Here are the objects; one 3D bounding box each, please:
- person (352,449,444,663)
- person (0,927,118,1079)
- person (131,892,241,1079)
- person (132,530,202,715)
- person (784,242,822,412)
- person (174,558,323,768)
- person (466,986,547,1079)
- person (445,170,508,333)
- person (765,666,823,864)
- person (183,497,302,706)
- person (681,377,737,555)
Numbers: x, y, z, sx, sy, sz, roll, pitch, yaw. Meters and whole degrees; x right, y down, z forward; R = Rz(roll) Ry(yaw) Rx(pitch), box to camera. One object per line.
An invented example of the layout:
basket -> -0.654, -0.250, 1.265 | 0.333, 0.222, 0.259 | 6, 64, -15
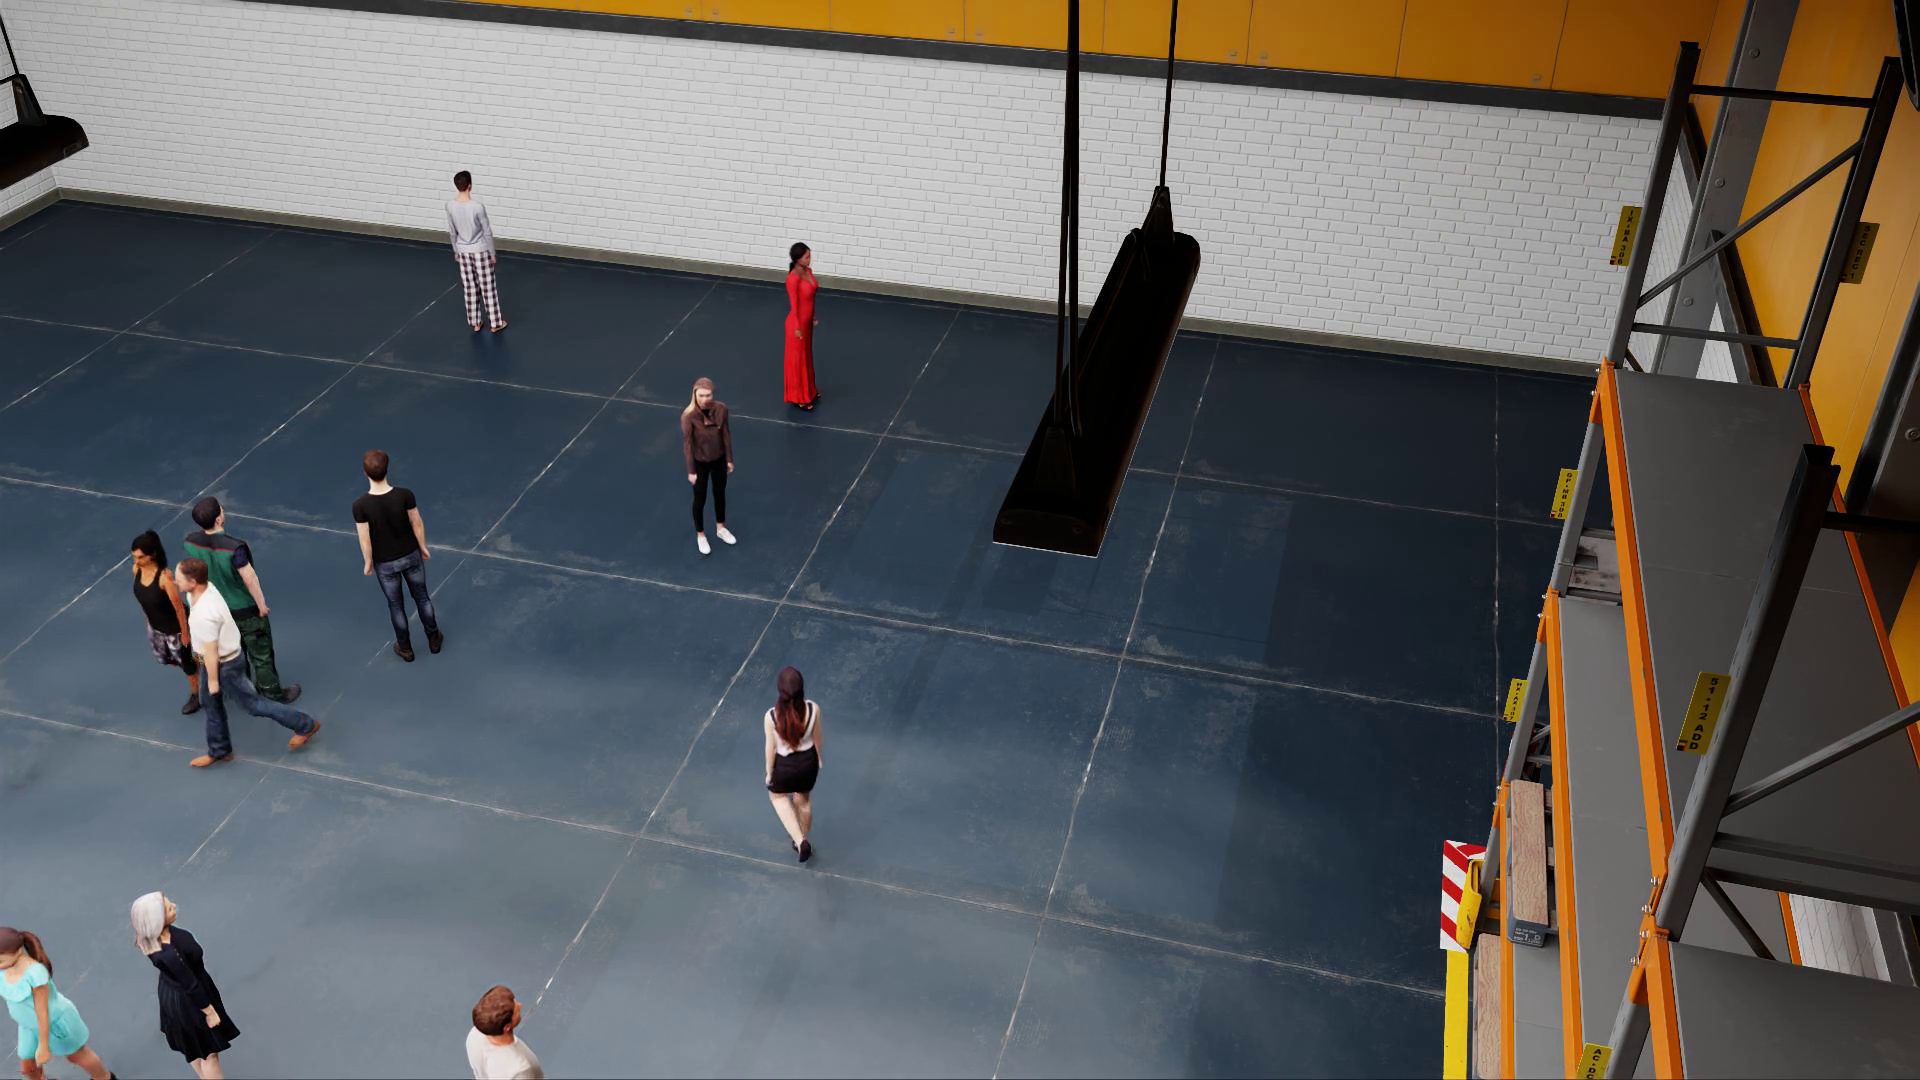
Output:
person -> -4.515, 0.132, 13.341 | 0.757, 1.896, 0.808 | -16, 37, -23
person -> -5.264, 2.760, 9.712 | 0.641, 1.537, 0.859 | 15, 36, 21
person -> -4.458, 2.683, 9.638 | 0.689, 1.747, 0.707 | 27, 42, 34
person -> -6.058, 0.589, 12.867 | 0.685, 1.660, 0.736 | 13, 36, 19
person -> -1.624, -2.190, 16.930 | 0.688, 1.790, 0.536 | 10, 35, 15
person -> -5.305, 0.903, 12.251 | 1.221, 1.819, 1.226 | -15, 36, -21
person -> -2.348, 3.089, 8.883 | 0.742, 1.906, 0.734 | 26, 41, 33
person -> -5.367, -3.179, 18.366 | 0.656, 1.847, 0.569 | 4, 34, 7
person -> -1.106, 1.608, 11.354 | 0.775, 1.638, 0.840 | -15, 37, -22
person -> -5.564, 0.494, 12.792 | 0.663, 1.901, 0.559 | 9, 35, 14
person -> -2.233, -0.694, 14.759 | 0.656, 1.703, 0.728 | -20, 39, -27
